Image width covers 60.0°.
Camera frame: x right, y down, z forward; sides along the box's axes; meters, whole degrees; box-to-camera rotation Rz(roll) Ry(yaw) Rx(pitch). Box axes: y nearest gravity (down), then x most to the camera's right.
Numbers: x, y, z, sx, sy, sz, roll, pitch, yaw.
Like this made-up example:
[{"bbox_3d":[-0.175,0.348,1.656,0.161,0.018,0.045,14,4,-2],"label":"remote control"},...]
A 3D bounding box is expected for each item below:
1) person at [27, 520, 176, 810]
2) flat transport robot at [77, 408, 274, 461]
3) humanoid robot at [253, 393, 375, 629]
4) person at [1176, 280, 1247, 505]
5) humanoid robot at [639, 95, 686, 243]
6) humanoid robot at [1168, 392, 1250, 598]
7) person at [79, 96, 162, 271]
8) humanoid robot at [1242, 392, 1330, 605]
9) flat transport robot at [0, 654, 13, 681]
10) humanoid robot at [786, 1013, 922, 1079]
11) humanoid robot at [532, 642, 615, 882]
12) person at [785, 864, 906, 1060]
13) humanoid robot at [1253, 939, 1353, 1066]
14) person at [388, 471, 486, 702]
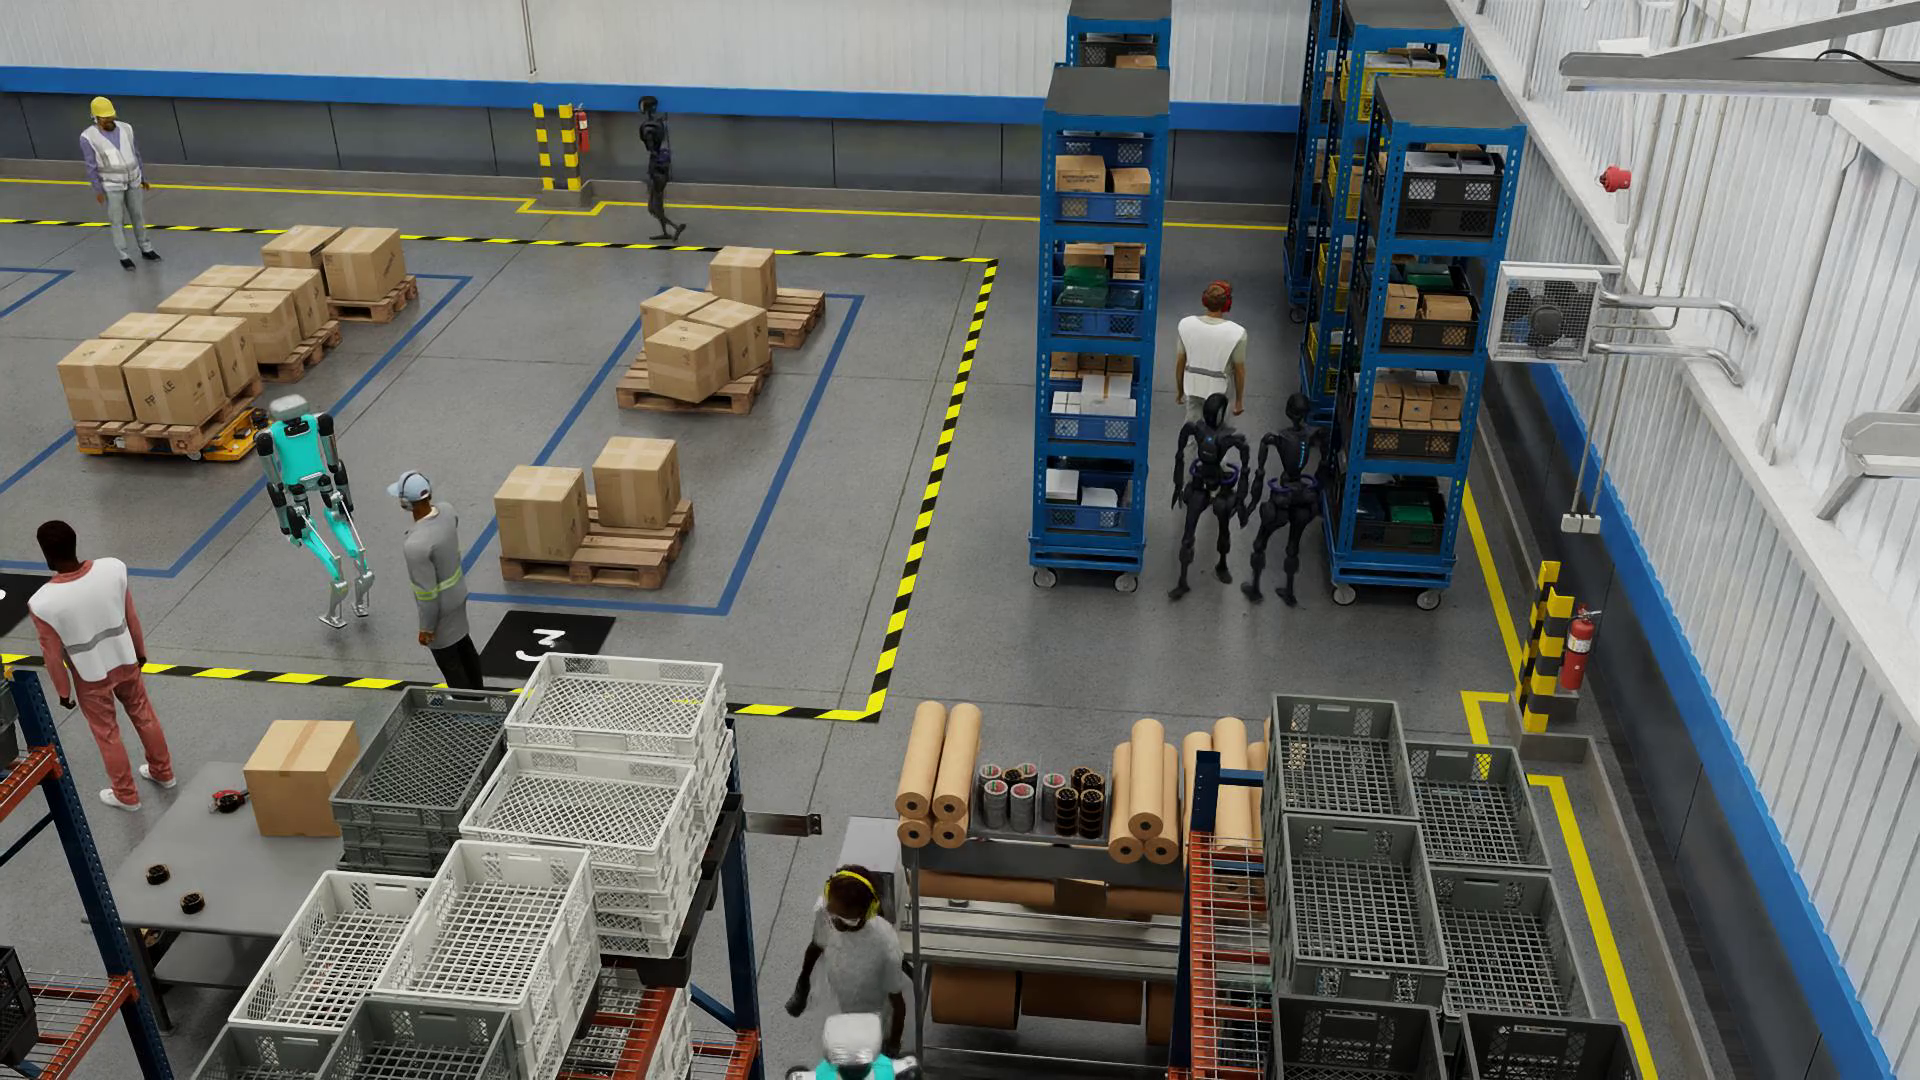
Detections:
[{"bbox_3d":[-5.042,0.741,9.776,0.394,1.911,0.579,19,35,30],"label":"person"},{"bbox_3d":[-6.728,-0.944,14.268,1.431,0.197,0.652,3,30,6],"label":"flat transport robot"},{"bbox_3d":[-4.310,-0.136,11.317,0.533,1.674,0.735,-25,38,-36],"label":"humanoid robot"},{"bbox_3d":[1.950,-1.143,13.066,0.563,1.847,0.392,15,33,24],"label":"person"},{"bbox_3d":[-3.276,-4.079,18.276,0.434,1.642,0.603,-2,30,-3],"label":"humanoid robot"},{"bbox_3d":[1.796,-0.350,11.911,0.589,1.616,0.665,13,33,22],"label":"humanoid robot"},{"bbox_3d":[-8.895,-3.792,17.631,0.404,1.829,0.599,20,36,30],"label":"person"},{"bbox_3d":[2.317,-0.290,11.762,0.590,1.649,0.331,-8,31,-13],"label":"humanoid robot"},{"bbox_3d":[-7.142,0.969,11.010,1.431,0.231,0.659,3,30,6],"label":"flat transport robot"},{"bbox_3d":[-0.450,2.497,6.899,0.531,1.767,0.698,-5,31,-9],"label":"humanoid robot"},{"bbox_3d":[-2.114,1.235,9.191,0.590,1.621,0.763,-23,37,-34],"label":"humanoid robot"},{"bbox_3d":[-0.416,2.121,7.449,0.535,1.863,0.738,-24,38,-35],"label":"person"},{"bbox_3d":[1.193,2.341,7.271,0.875,1.856,0.557,3,30,6],"label":"humanoid robot"},{"bbox_3d":[-3.285,0.393,10.426,0.387,1.849,0.596,2,30,4],"label":"person"}]
